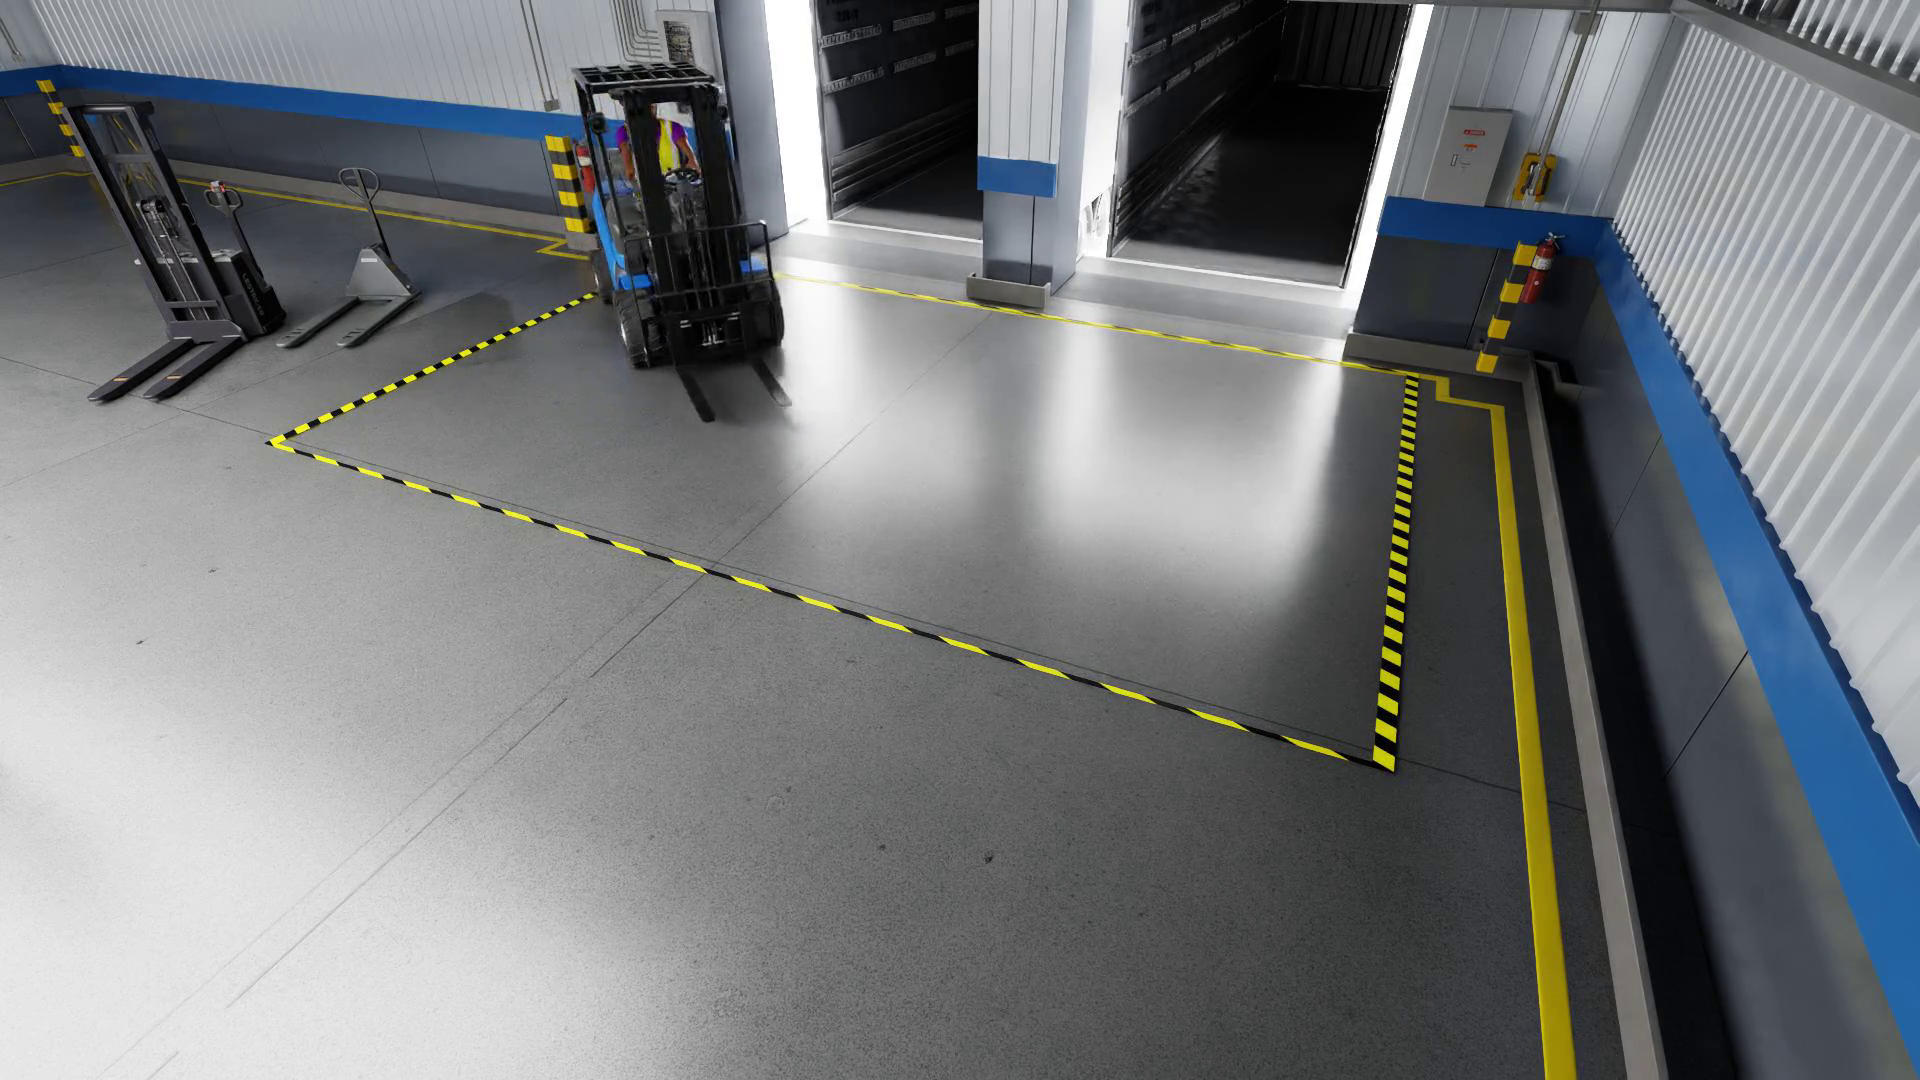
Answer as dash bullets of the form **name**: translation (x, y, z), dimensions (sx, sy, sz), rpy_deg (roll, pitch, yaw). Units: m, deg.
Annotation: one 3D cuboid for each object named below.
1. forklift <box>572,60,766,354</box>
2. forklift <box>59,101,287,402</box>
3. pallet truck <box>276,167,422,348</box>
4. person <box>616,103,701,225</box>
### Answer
- **forklift**: translation (-2.578, -3.016, 8.024), dimensions (1.157, 2.036, 2.680), rpy_deg (-15, 38, -20)
- **forklift**: translation (-6.686, -2.387, 7.434), dimensions (0.823, 1.965, 1.885), rpy_deg (-3, 35, -5)
- **pallet truck**: translation (-5.732, -2.611, 8.414), dimensions (0.680, 1.201, 1.601), rpy_deg (-1, 35, -1)
- **person**: translation (-2.560, -3.137, 7.870), dimensions (0.635, 1.293, 1.004), rpy_deg (-15, 38, -20)
